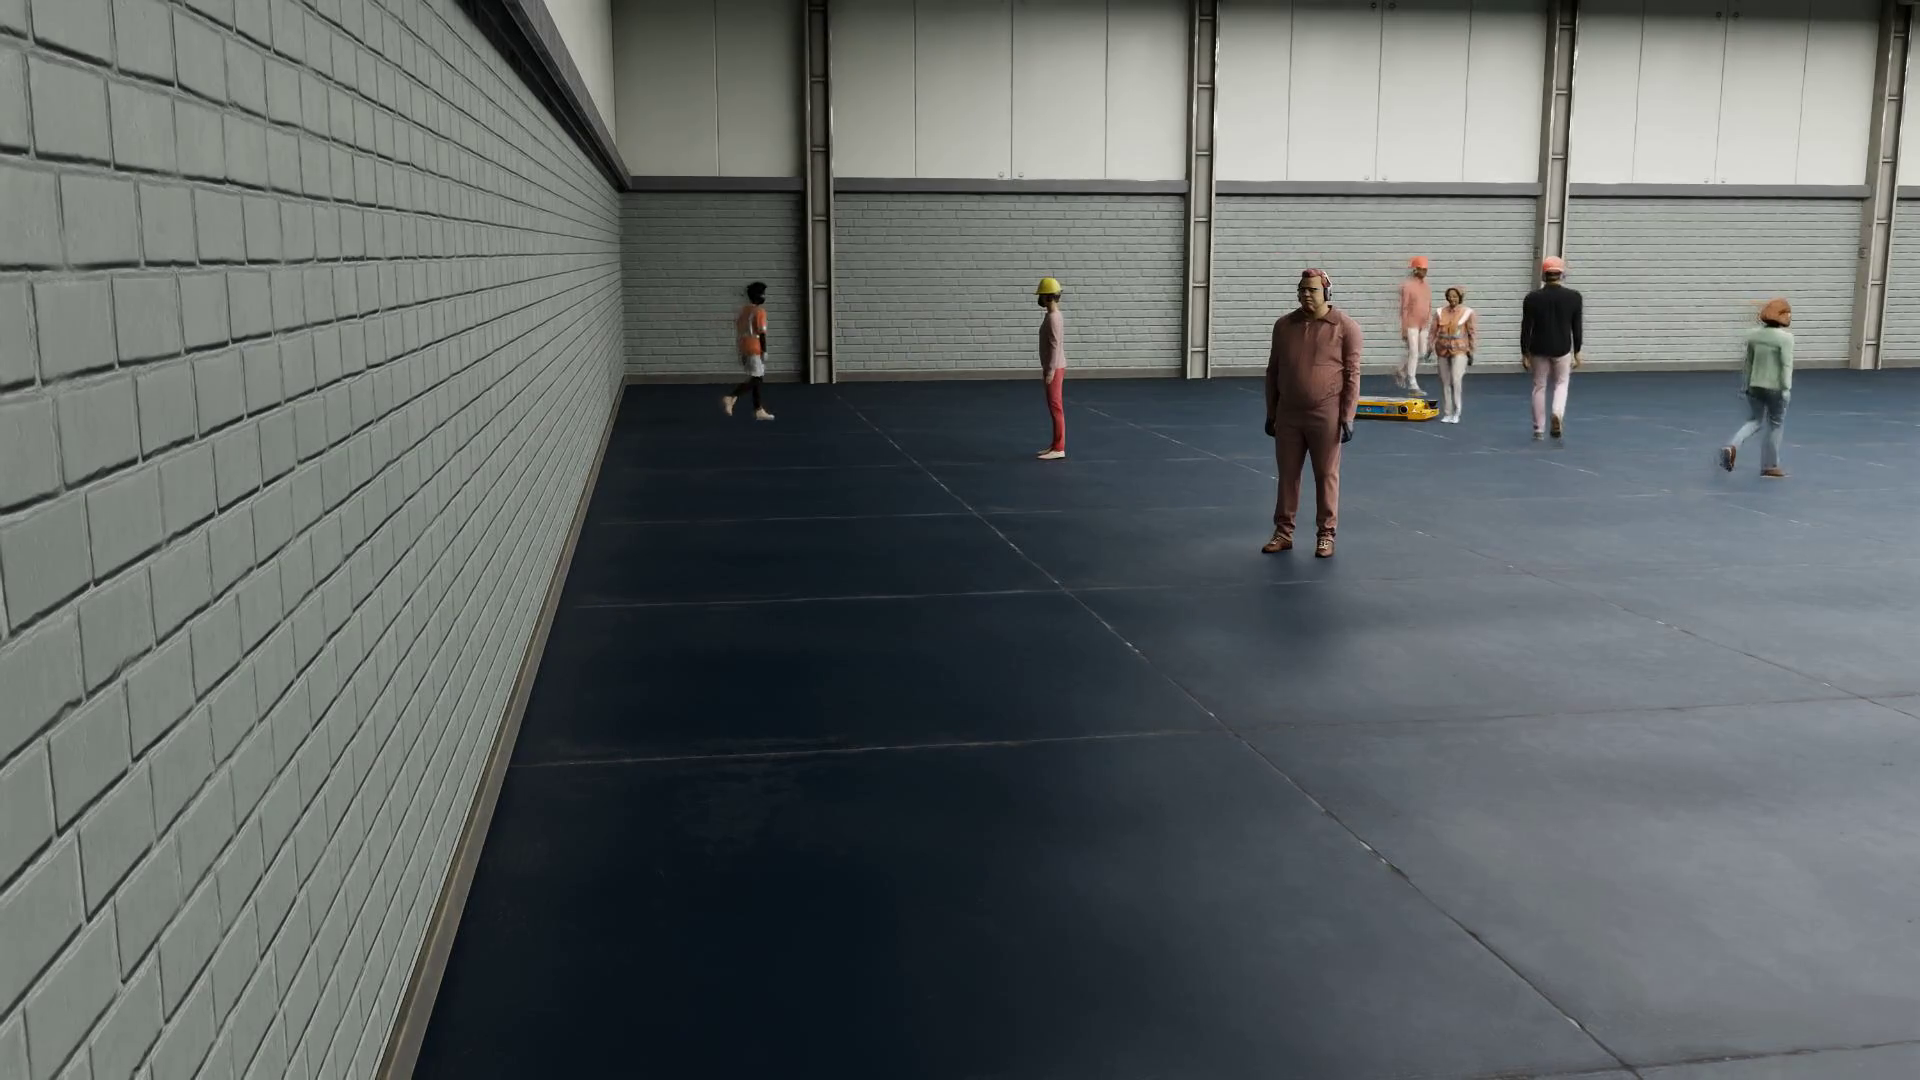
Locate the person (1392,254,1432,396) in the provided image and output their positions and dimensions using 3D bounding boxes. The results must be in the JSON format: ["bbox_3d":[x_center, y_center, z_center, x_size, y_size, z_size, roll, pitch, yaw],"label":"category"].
[{"bbox_3d":[6.363,-3.023,23.423,0.614,1.982,0.596,-8,12,-37],"label":"person"}]

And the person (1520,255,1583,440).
[{"bbox_3d":[6.260,-2.019,17.637,0.632,1.979,0.611,3,10,18],"label":"person"}]

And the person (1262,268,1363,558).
[{"bbox_3d":[2.319,-0.838,11.054,0.639,1.910,0.407,6,11,30],"label":"person"}]

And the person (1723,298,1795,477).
[{"bbox_3d":[7.158,-1.348,14.821,0.585,1.611,0.510,-4,11,-21],"label":"person"}]

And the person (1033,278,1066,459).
[{"bbox_3d":[0.874,-1.668,16.238,0.326,1.767,0.533,1,10,4],"label":"person"}]

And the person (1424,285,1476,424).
[{"bbox_3d":[5.725,-2.163,19.497,0.527,1.619,0.586,8,12,38],"label":"person"}]

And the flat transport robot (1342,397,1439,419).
[{"bbox_3d":[5.053,-1.628,20.305,1.431,0.197,0.652,5,11,29],"label":"flat transport robot"}]

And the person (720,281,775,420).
[{"bbox_3d":[-2.527,-2.231,19.730,0.624,1.670,0.524,-5,11,-24],"label":"person"}]
